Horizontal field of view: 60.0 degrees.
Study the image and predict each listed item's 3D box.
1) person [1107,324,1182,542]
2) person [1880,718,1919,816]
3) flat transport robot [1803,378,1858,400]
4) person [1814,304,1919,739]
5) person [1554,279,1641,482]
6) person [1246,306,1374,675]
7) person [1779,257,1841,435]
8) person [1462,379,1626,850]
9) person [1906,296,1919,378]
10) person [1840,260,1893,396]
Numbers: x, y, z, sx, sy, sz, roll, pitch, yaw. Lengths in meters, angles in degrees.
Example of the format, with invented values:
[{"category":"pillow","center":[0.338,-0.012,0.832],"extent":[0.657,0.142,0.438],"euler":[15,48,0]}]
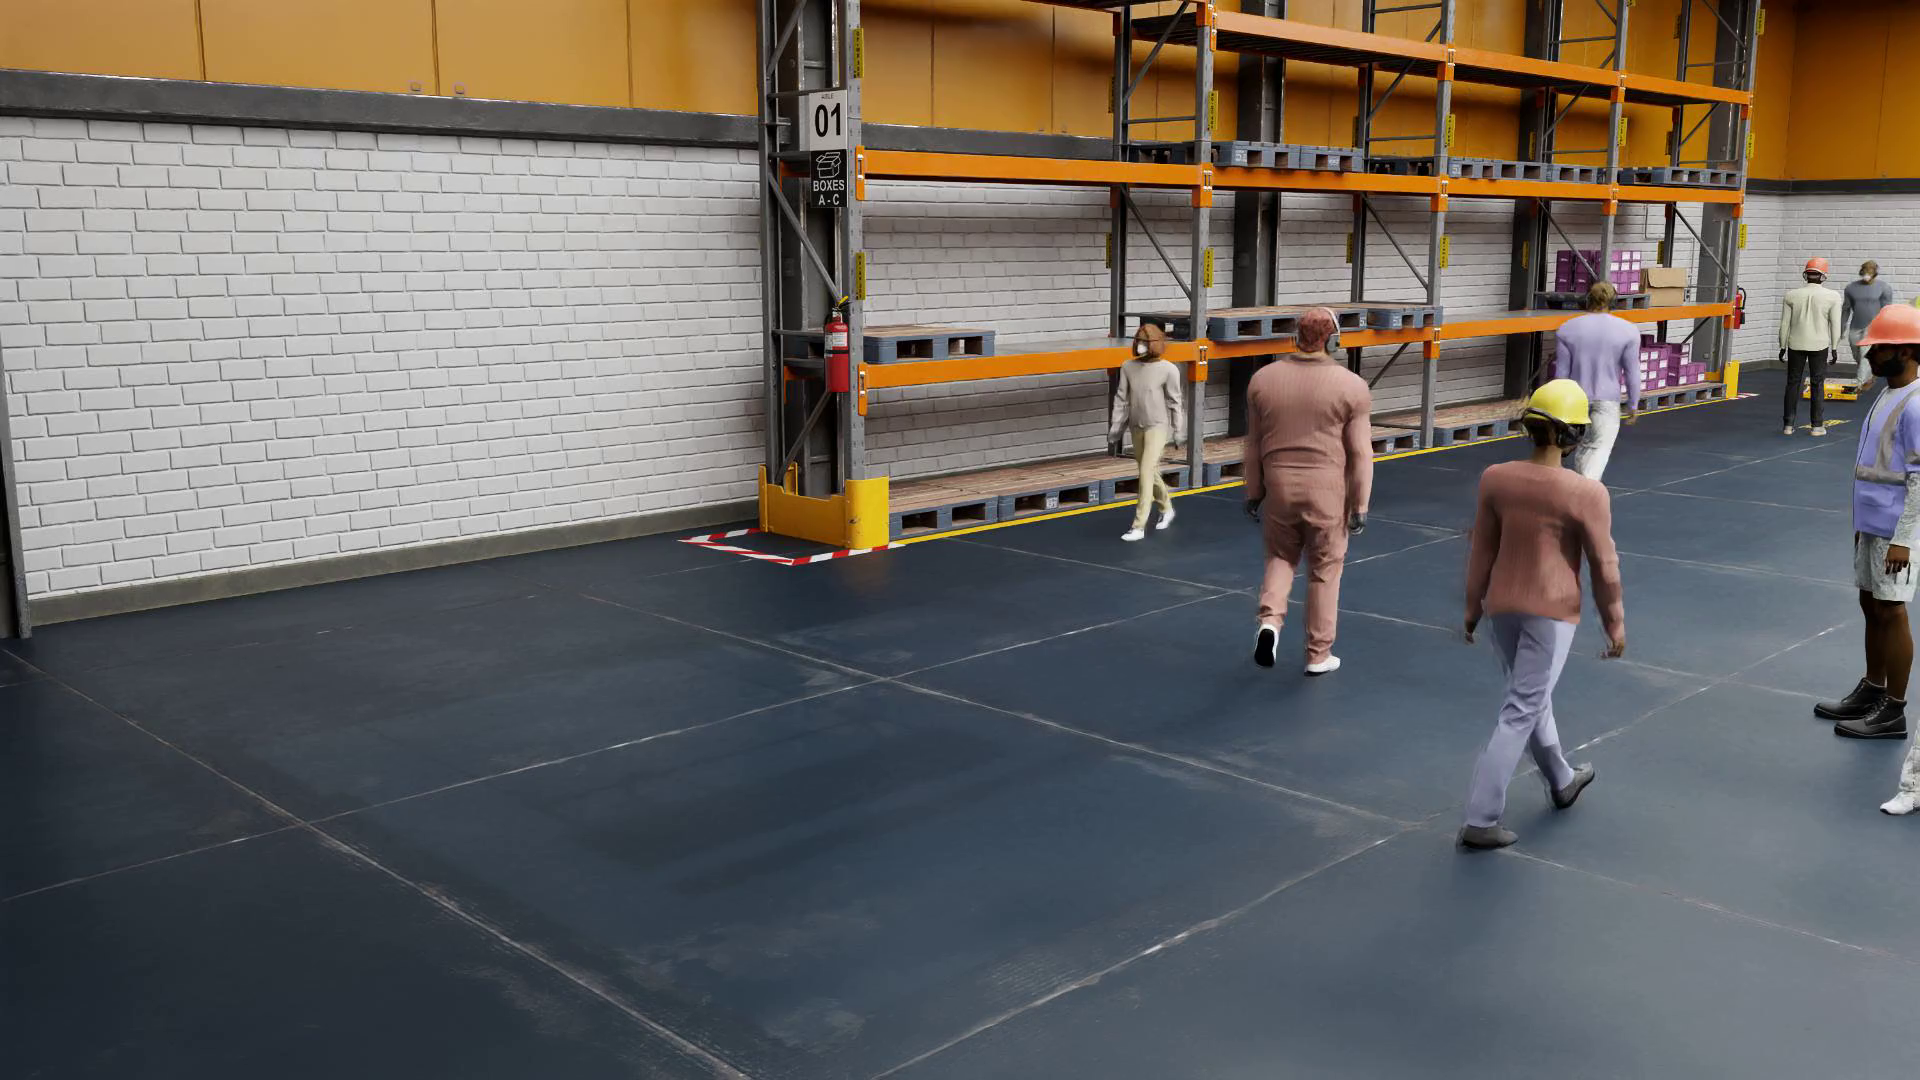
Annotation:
[{"category":"person","center":[1.433,-0.826,12.456],"extent":[0.499,1.597,0.820],"euler":[9,14,41]},{"category":"person","center":[4.059,0.282,6.460],"extent":[0.891,1.589,0.504],"euler":[-5,12,-26]},{"category":"flat transport robot","center":[12.085,-2.110,23.078],"extent":[0.652,0.197,1.431],"euler":[5,12,27]},{"category":"person","center":[4.125,-0.076,7.436],"extent":[0.356,1.936,0.551],"euler":[2,11,12]},{"category":"person","center":[4.984,-1.092,13.082],"extent":[0.642,1.908,0.937],"euler":[7,12,33]},{"category":"person","center":[1.747,-0.226,8.389],"extent":[0.671,1.890,0.528],"euler":[6,12,30]},{"category":"person","center":[9.571,-2.179,18.749],"extent":[0.621,1.992,0.397],"euler":[7,13,34]},{"category":"person","center":[2.186,0.264,6.179],"extent":[0.915,1.712,0.549],"euler":[-7,13,-34]},{"category":"person","center":[10.785,-2.044,18.434],"extent":[0.430,1.845,0.619],"euler":[-8,13,-38]},{"category":"person","center":[12.792,-2.992,23.454],"extent":[0.949,1.911,0.650],"euler":[-8,13,-39]}]
